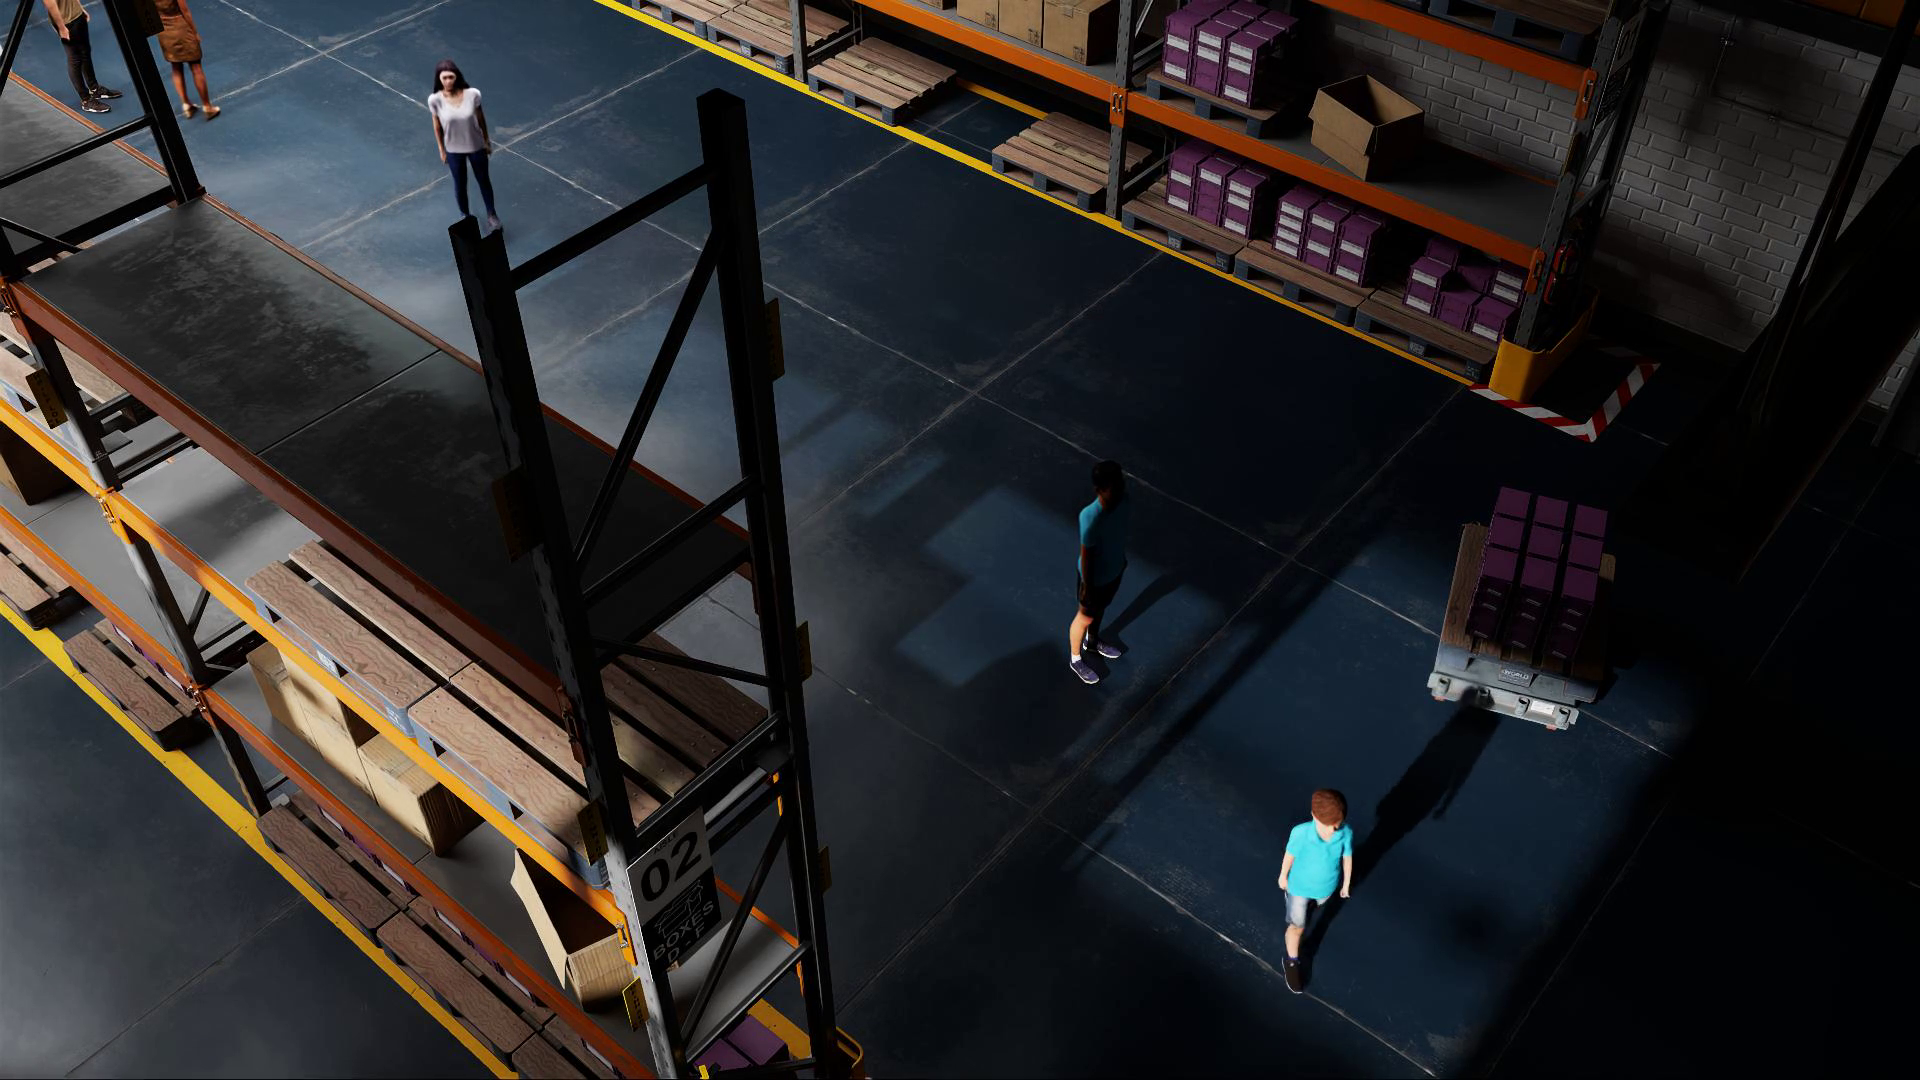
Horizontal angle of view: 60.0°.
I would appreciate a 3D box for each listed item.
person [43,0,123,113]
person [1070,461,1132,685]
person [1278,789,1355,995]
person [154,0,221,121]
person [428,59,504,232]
[{"bbox_3d":[-8.760,-5.138,16.316,0.781,1.851,0.749,1,44,1],"label":"person"},{"bbox_3d":[0.904,0.180,10.790,0.516,1.774,0.630,27,50,25],"label":"person"},{"bbox_3d":[1.969,1.824,9.309,0.846,1.435,0.929,-5,44,-5],"label":"person"},{"bbox_3d":[-7.631,-4.922,16.211,0.601,1.683,0.699,6,44,6],"label":"person"},{"bbox_3d":[-4.360,-3.452,14.668,0.683,1.684,0.682,-16,46,-16],"label":"person"}]
